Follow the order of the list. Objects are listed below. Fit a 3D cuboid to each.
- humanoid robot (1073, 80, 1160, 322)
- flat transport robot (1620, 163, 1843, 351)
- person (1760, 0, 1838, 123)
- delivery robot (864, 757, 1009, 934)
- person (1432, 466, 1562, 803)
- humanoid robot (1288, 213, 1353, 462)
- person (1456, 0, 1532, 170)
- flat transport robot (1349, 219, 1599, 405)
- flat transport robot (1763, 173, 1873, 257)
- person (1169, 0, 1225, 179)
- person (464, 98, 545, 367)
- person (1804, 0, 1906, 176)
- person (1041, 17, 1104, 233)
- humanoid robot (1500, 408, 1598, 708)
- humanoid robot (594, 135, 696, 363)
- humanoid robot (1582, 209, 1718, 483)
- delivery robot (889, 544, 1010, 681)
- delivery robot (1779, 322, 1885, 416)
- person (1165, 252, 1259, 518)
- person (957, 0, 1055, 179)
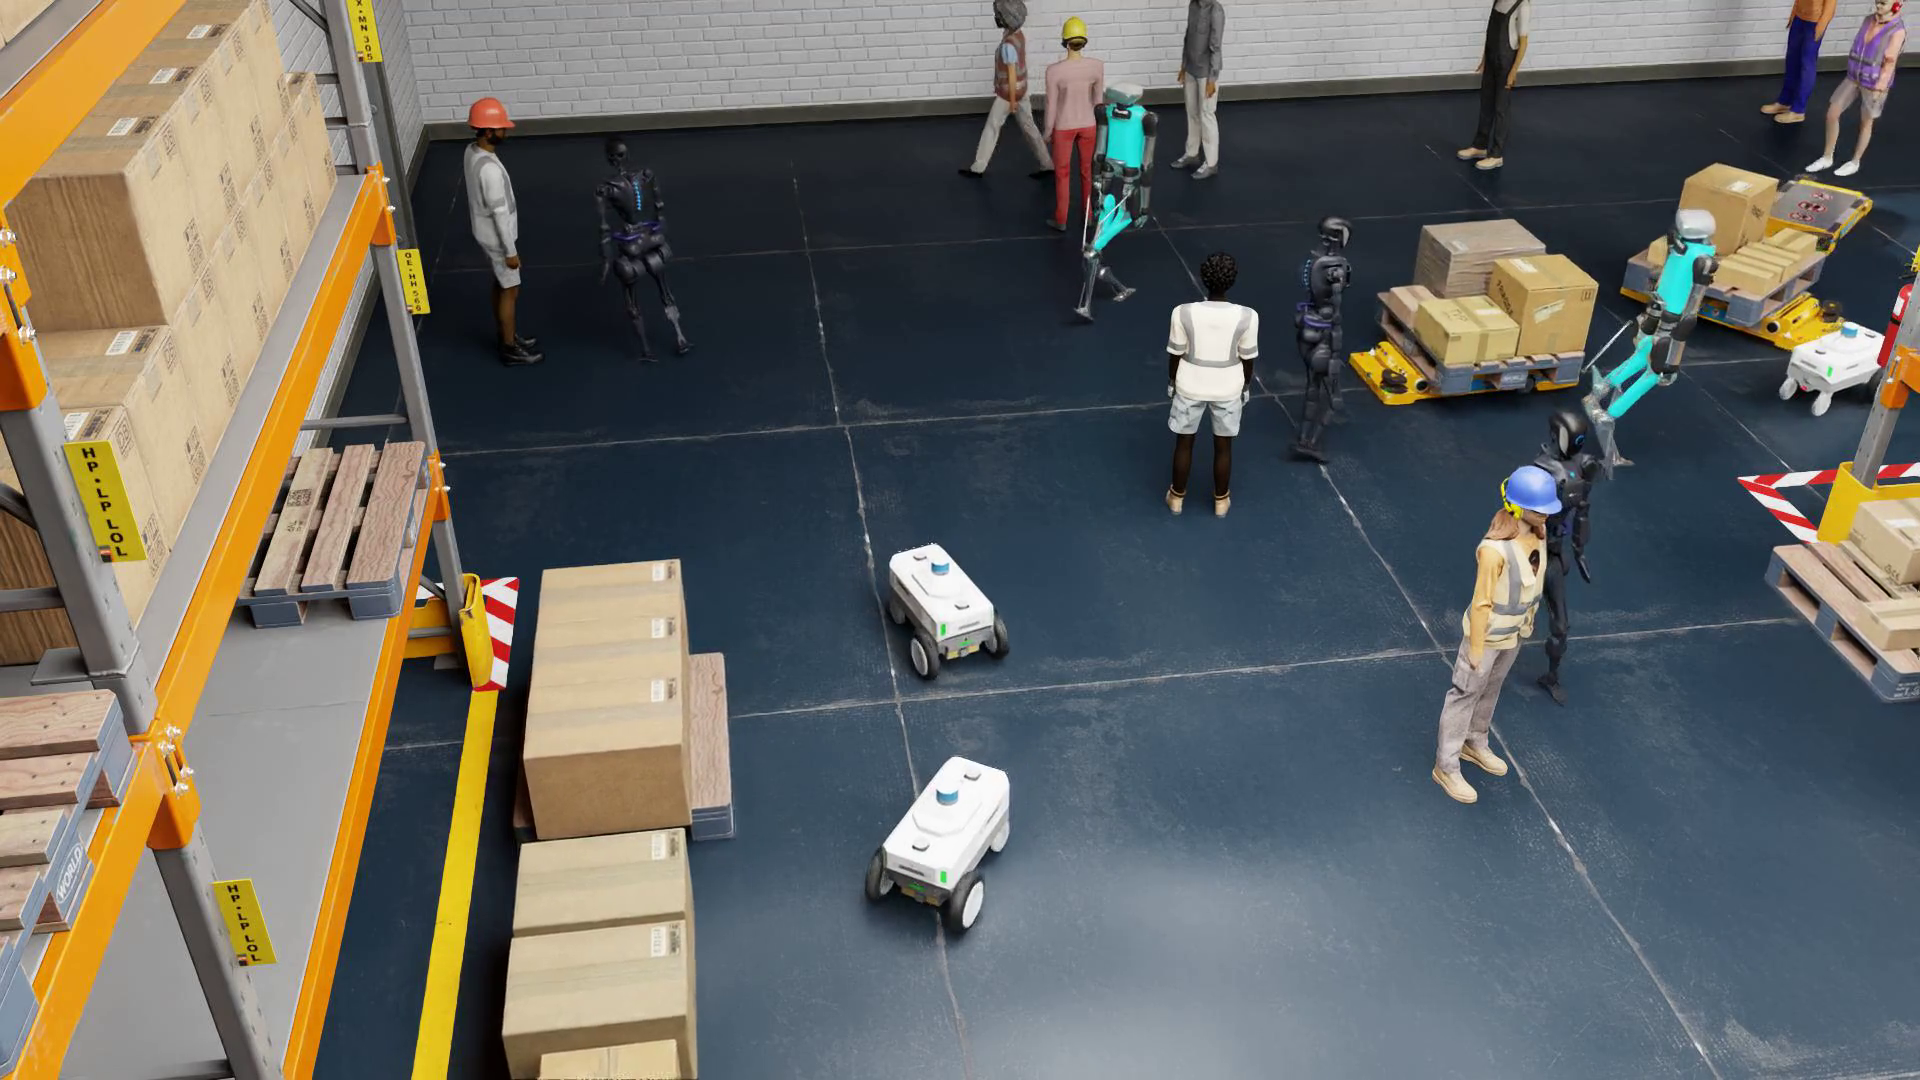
[{"bbox_3d":[1.039,-2.426,12.283,0.536,1.776,1.043,23,40,31],"label":"humanoid robot"},{"bbox_3d":[5.856,-1.818,12.639,0.659,0.231,1.431,-28,42,-36],"label":"flat transport robot"},{"bbox_3d":[8.180,-5.036,16.016,0.398,1.974,0.515,-6,34,-9],"label":"person"},{"bbox_3d":[-0.065,1.357,7.528,0.499,0.612,0.813,15,36,22],"label":"delivery robot"},{"bbox_3d":[2.537,0.429,7.814,0.470,1.778,0.310,-26,41,-34],"label":"person"},{"bbox_3d":[2.287,-1.290,10.541,0.320,1.656,0.605,-3,33,-5],"label":"humanoid robot"},{"bbox_3d":[4.849,-4.266,14.948,0.342,1.844,0.505,-10,34,-15],"label":"person"},{"bbox_3d":[3.554,-1.241,11.754,1.431,0.231,0.659,-6,34,-9],"label":"flat transport robot"},{"bbox_3d":[7.182,-2.739,14.049,0.659,0.231,1.431,24,40,32],"label":"flat transport robot"},{"bbox_3d":[2.164,-4.170,14.767,0.395,1.888,0.538,-16,36,-22],"label":"person"},{"bbox_3d":[-3.192,-2.131,11.610,0.387,1.926,0.545,-16,36,-22],"label":"person"},{"bbox_3d":[7.954,-4.021,14.717,0.620,1.670,0.521,-12,35,-18],"label":"person"},{"bbox_3d":[0.923,-3.410,13.708,0.523,1.769,0.320,-10,35,-15],"label":"person"},{"bbox_3d":[2.957,0.106,8.404,0.597,1.638,0.499,-15,36,-22],"label":"humanoid robot"},{"bbox_3d":[-2.216,-2.004,11.641,0.470,1.648,0.607,28,43,36],"label":"humanoid robot"},{"bbox_3d":[4.164,-1.152,10.336,0.665,1.864,0.536,0,33,0],"label":"humanoid robot"},{"bbox_3d":[-0.094,0.370,9.039,0.499,0.612,0.805,-15,36,-22],"label":"delivery robot"},{"bbox_3d":[6.061,-1.212,11.447,0.789,0.593,0.499,-17,37,-24],"label":"delivery robot"},{"bbox_3d":[1.490,-0.907,9.943,0.534,1.692,0.320,4,33,6],"label":"person"},{"bbox_3d":[0.454,-3.972,14.681,0.882,1.641,0.434,9,34,14],"label":"person"}]
